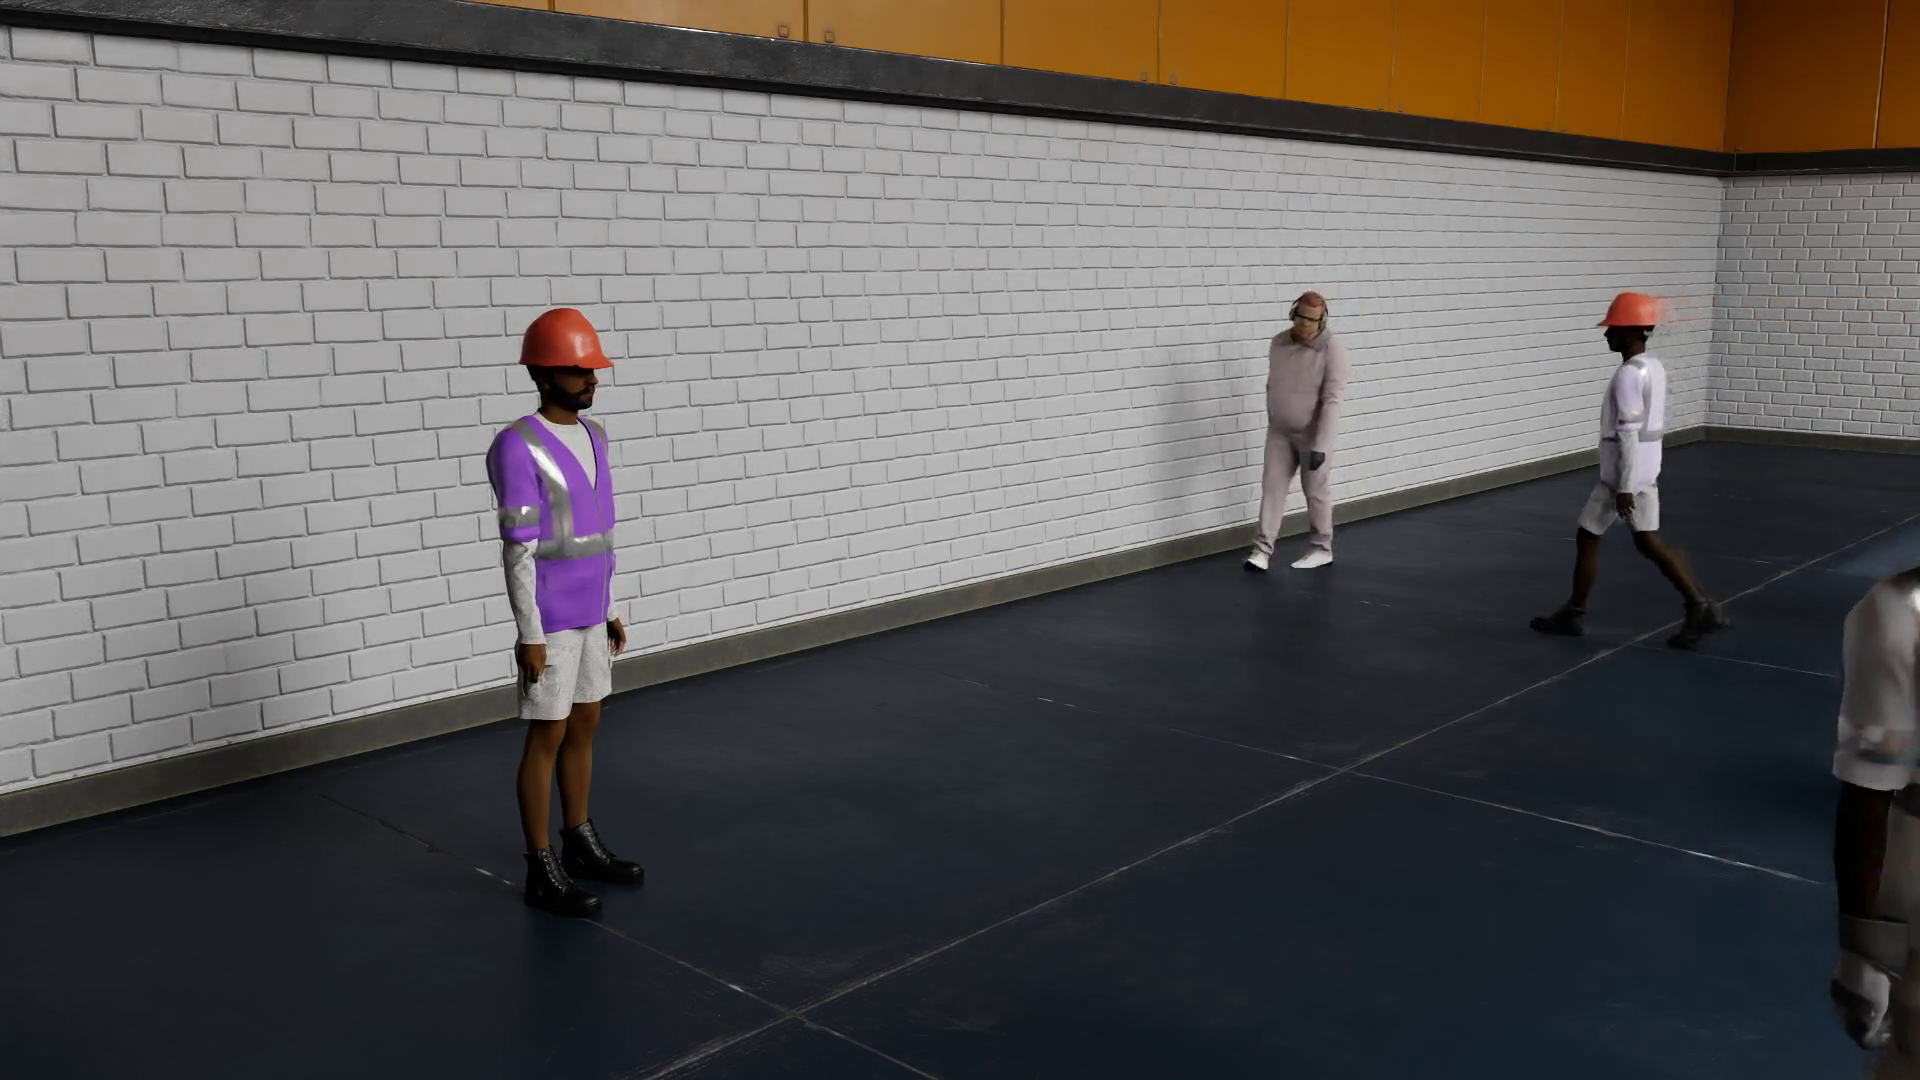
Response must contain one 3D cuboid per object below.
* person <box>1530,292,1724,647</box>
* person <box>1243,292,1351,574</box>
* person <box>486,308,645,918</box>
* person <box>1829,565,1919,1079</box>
[{"bbox_3d":[3.630,-0.369,8.897,0.957,1.906,0.551,8,13,39],"label":"person"},{"bbox_3d":[2.159,-0.673,10.768,0.944,1.846,0.717,-10,14,-44],"label":"person"},{"bbox_3d":[-1.258,0.228,5.379,0.357,1.938,0.543,3,10,18],"label":"person"},{"bbox_3d":[1.812,0.664,2.858,0.628,1.944,0.450,1,10,3],"label":"person"}]
